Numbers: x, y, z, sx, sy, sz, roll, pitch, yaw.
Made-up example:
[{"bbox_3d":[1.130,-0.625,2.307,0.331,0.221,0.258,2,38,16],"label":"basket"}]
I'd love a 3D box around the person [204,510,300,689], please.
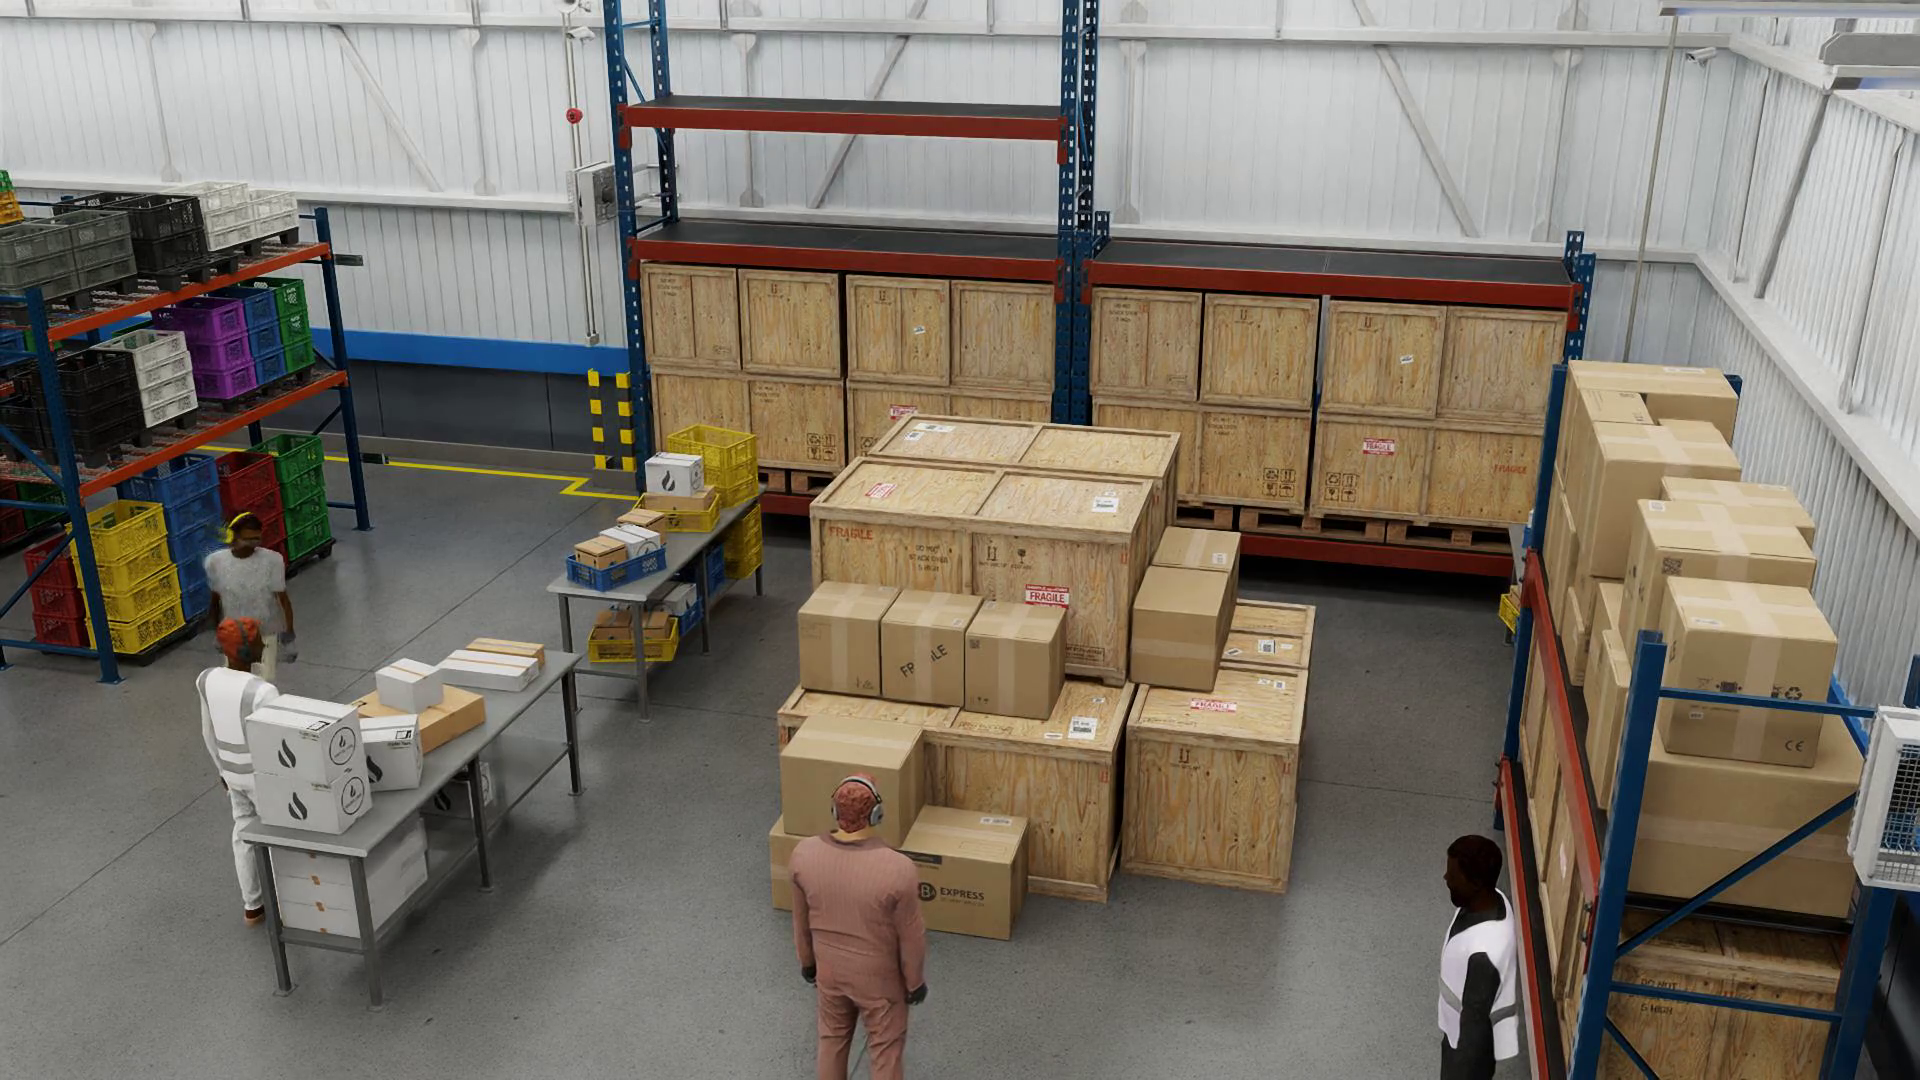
[{"bbox_3d":[-4.739,0.637,11.172,0.547,1.826,0.506,-7,22,-17],"label":"person"}]

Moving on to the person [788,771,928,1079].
[{"bbox_3d":[-0.452,1.943,7.670,0.650,1.900,0.400,9,23,22],"label":"person"}]

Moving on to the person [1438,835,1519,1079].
[{"bbox_3d":[2.188,2.131,7.163,0.413,1.906,0.602,6,22,15],"label":"person"}]

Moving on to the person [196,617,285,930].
[{"bbox_3d":[-3.940,1.317,9.319,0.579,1.881,0.342,10,23,24],"label":"person"}]
